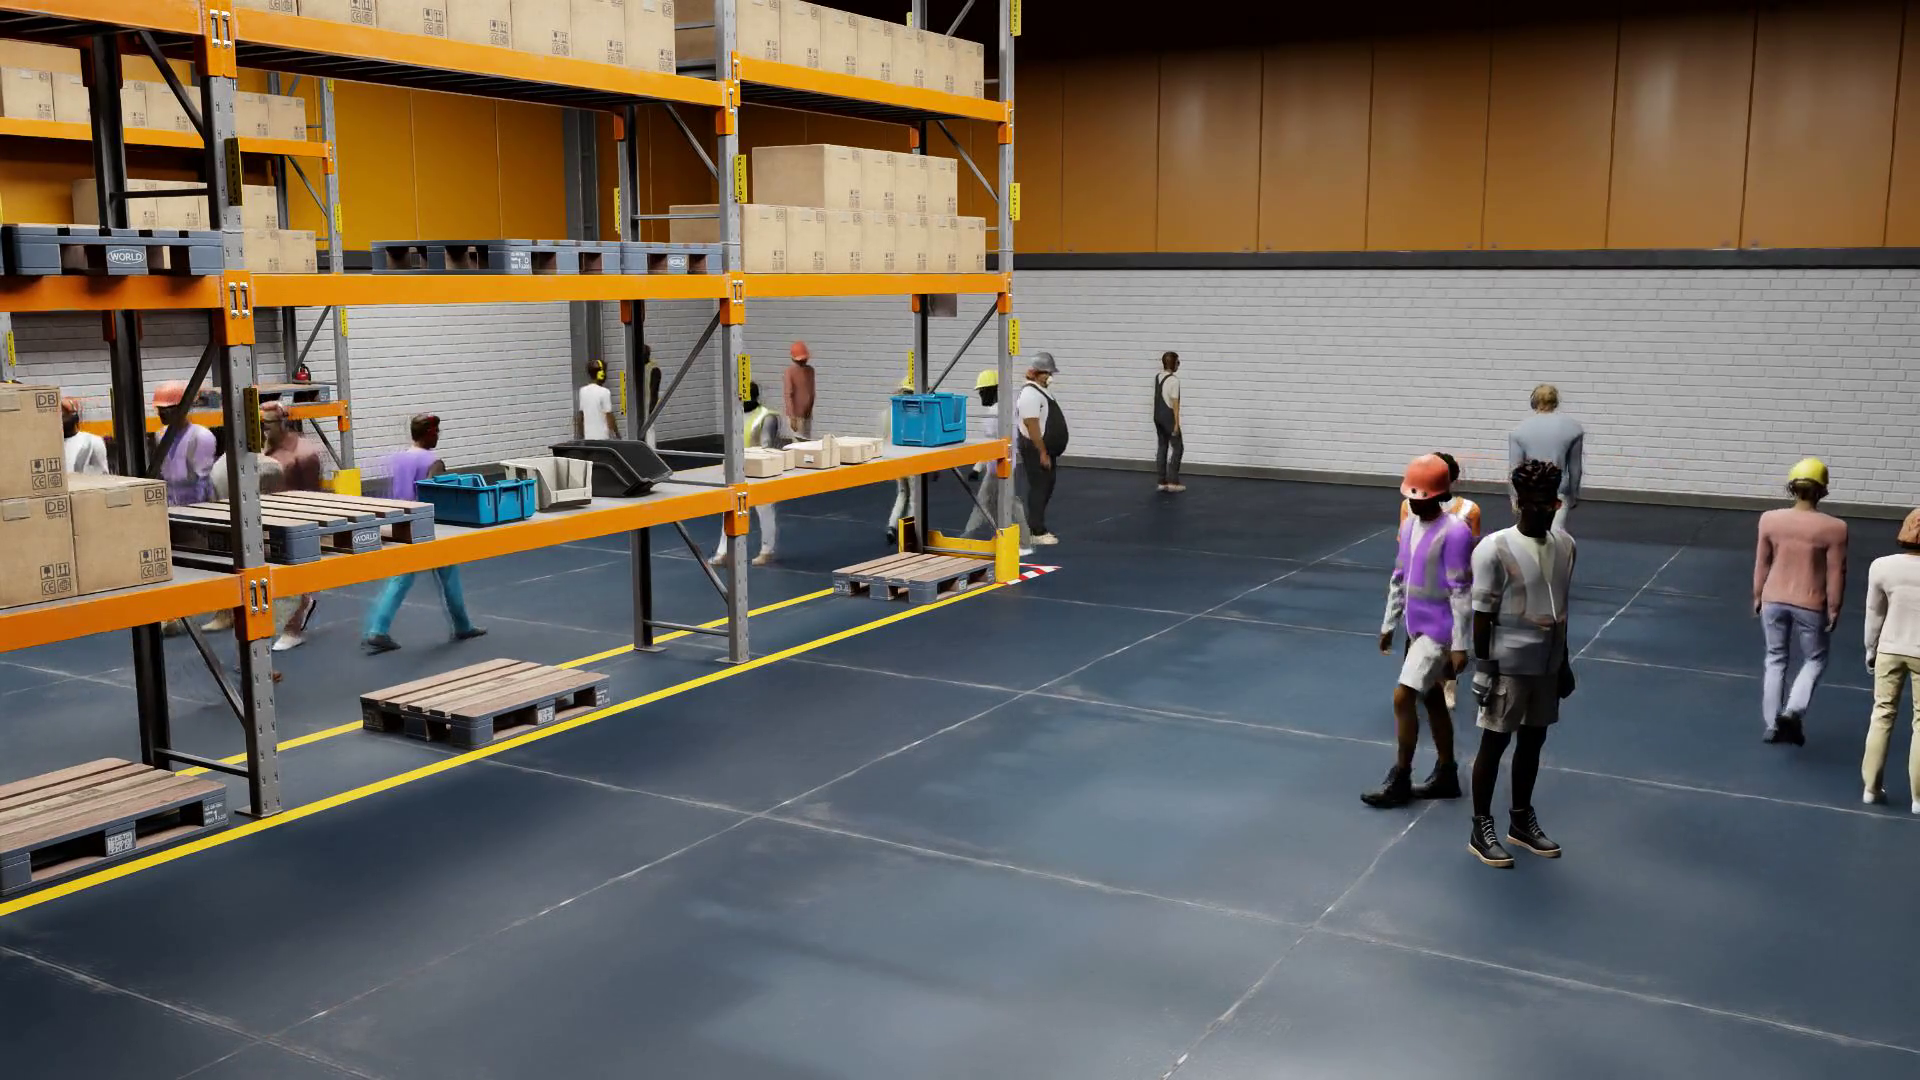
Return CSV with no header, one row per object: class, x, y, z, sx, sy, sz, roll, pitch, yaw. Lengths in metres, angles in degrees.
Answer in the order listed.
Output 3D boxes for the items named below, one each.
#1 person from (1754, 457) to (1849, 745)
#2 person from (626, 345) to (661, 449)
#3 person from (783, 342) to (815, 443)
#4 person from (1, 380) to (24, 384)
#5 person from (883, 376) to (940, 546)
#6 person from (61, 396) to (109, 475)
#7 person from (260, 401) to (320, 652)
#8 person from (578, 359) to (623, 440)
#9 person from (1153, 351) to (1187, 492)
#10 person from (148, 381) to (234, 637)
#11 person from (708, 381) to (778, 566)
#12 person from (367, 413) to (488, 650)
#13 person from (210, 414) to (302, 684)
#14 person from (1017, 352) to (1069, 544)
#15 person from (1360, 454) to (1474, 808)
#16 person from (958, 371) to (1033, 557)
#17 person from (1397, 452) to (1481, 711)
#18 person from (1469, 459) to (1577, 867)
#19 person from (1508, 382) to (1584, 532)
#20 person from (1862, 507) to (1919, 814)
person,4.993,0.383,9.942,0.528,1.756,0.432,9,13,44
person,-4.667,-1.954,24.365,0.663,1.804,0.682,4,10,26
person,-2.080,-1.680,22.229,0.437,1.941,0.806,5,10,28
person,-8.702,-0.540,15.335,0.535,1.865,0.312,6,11,32
person,-0.491,-0.786,17.034,0.604,1.820,0.417,6,11,35
person,-7.057,-0.208,13.245,0.572,1.869,0.434,3,9,16
person,-5.134,-0.121,12.643,0.662,1.890,0.513,4,10,21
person,-4.113,-1.163,19.286,0.658,1.848,0.523,-9,13,-44
person,2.717,-1.537,21.671,0.411,1.838,0.544,-6,11,-33
person,-6.044,-0.225,12.917,0.620,2.009,0.869,4,10,22
person,-2.093,-0.620,16.011,0.628,1.809,0.861,6,11,35
person,-4.117,-0.066,12.639,0.572,1.793,0.973,7,11,35
person,-4.786,0.072,11.341,0.649,1.920,0.436,4,10,26
person,0.874,-0.975,17.504,0.537,2.000,0.707,2,9,14
person,2.392,0.484,8.837,0.773,1.892,0.612,-2,9,-11
person,0.281,-0.744,16.582,0.976,1.864,0.580,0,9,-1
person,3.103,0.267,10.828,0.536,1.694,0.322,4,10,26
person,2.720,0.582,8.019,0.613,1.963,0.361,-4,10,-26
person,5.058,-0.409,14.410,0.630,1.914,0.904,3,10,17
person,5.039,0.628,8.803,0.282,1.625,0.492,-7,12,-38
